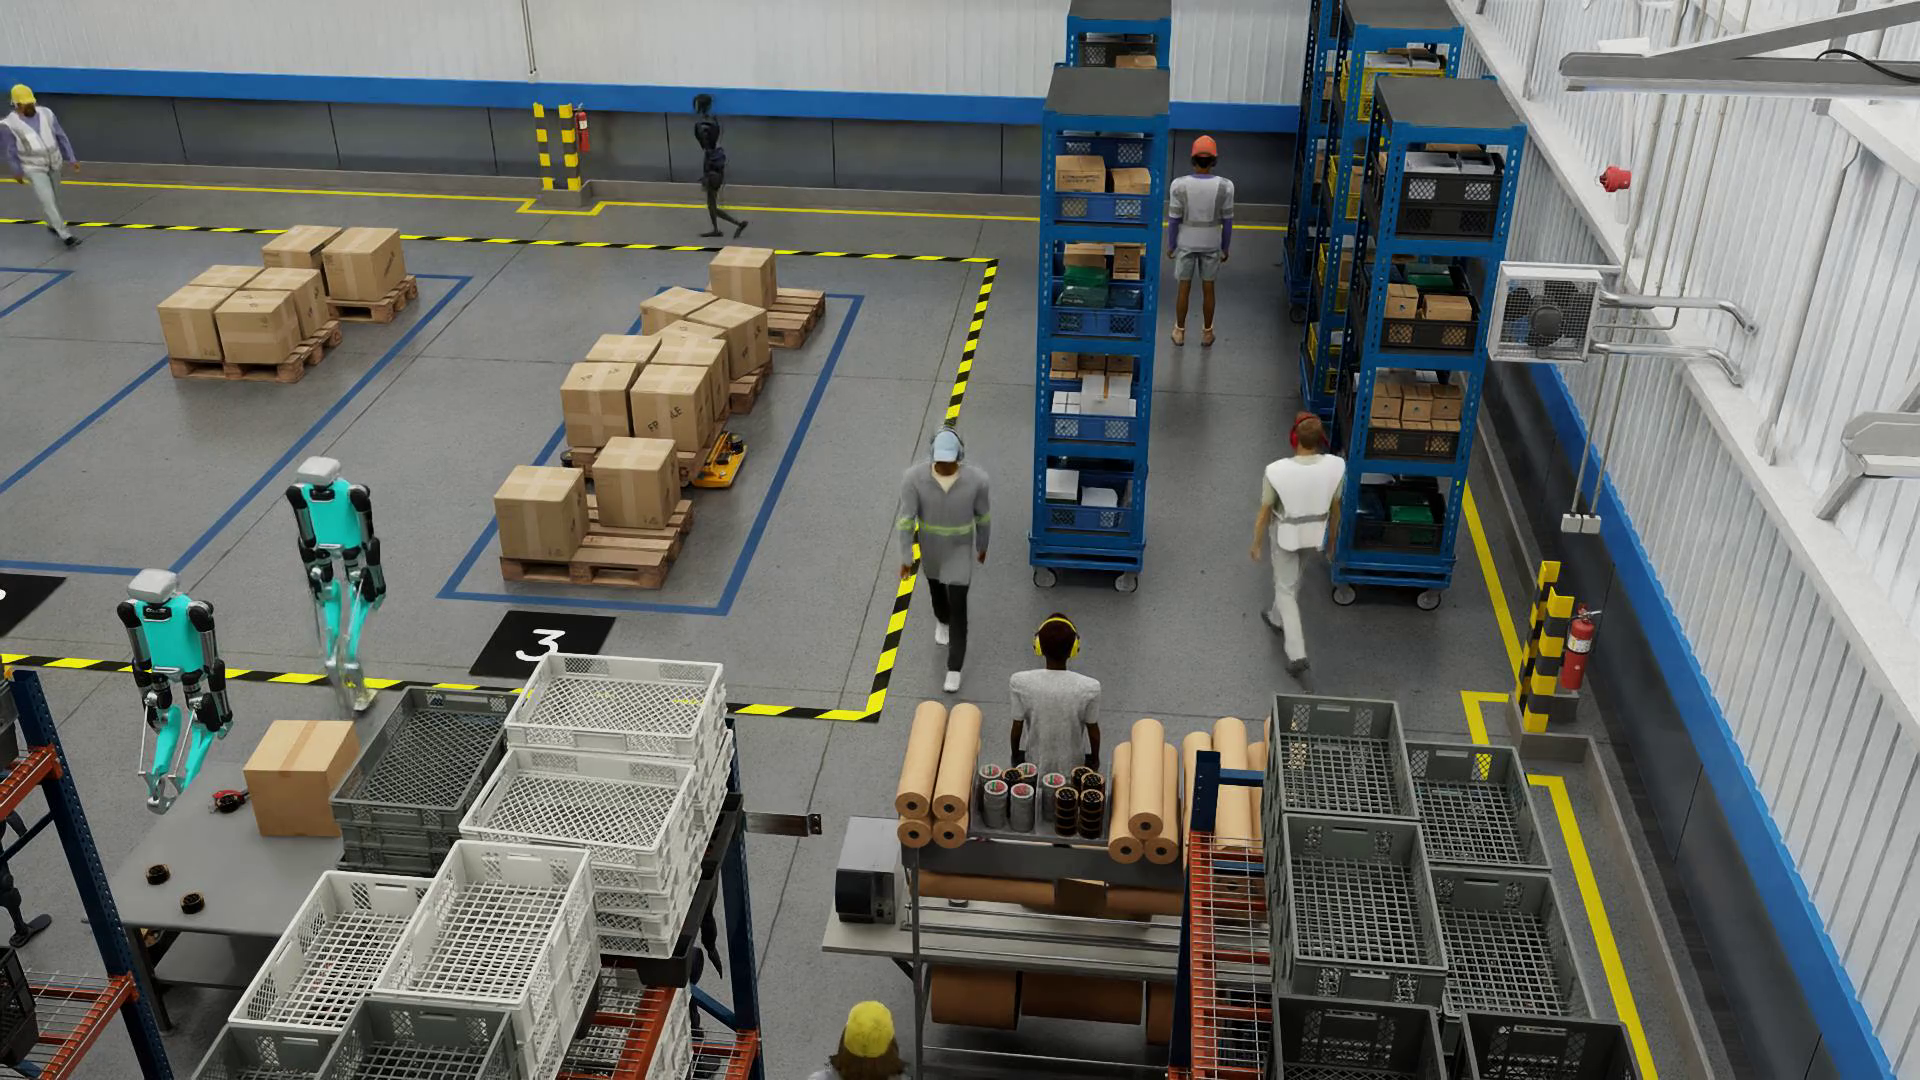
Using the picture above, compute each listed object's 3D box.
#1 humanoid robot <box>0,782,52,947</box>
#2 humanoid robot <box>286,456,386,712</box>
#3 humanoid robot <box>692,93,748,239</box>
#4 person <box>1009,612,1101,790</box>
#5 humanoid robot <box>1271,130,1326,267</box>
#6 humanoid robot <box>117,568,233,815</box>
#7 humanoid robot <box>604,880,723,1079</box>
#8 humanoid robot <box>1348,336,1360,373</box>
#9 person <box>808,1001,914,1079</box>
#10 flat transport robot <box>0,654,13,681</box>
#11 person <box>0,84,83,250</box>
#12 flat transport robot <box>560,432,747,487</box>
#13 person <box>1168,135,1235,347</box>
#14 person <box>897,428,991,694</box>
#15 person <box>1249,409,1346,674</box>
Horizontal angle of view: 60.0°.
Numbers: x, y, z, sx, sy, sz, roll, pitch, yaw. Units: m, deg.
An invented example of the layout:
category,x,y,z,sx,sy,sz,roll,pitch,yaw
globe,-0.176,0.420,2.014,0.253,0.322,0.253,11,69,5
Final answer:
category,x,y,z,sx,sy,sz,roll,pitch,yaw
humanoid robot,-5.288,1.438,8.791,0.599,1.655,0.315,3,30,6
humanoid robot,-3.977,0.433,10.579,0.542,1.897,0.724,4,30,6
humanoid robot,-2.651,-4.135,18.385,0.532,1.626,0.584,-2,30,-3
person,0.516,1.208,9.010,0.507,1.868,0.328,3,30,5
humanoid robot,3.655,-3.560,17.403,0.630,1.641,0.585,-7,31,-12
humanoid robot,-4.431,1.028,9.315,0.533,1.677,0.735,3,30,6
humanoid robot,-1.441,1.941,7.926,0.599,1.655,0.315,3,30,6
humanoid robot,3.334,-1.210,13.159,0.533,1.677,0.735,3,30,6
person,-0.388,2.561,6.847,0.499,1.692,0.891,-1,30,-2
flat transport robot,-7.142,0.969,11.010,1.431,0.231,0.659,3,30,6
person,-10.024,-4.110,18.229,0.945,1.777,0.606,18,35,28
flat transport robot,-2.554,-0.707,13.861,1.431,0.197,0.652,3,30,6
person,2.259,-2.813,15.746,0.606,2.042,0.372,3,30,5
person,-0.102,0.054,11.054,0.595,1.803,0.953,3,30,5
person,2.264,-0.002,11.142,0.574,1.813,0.893,-7,31,-12
